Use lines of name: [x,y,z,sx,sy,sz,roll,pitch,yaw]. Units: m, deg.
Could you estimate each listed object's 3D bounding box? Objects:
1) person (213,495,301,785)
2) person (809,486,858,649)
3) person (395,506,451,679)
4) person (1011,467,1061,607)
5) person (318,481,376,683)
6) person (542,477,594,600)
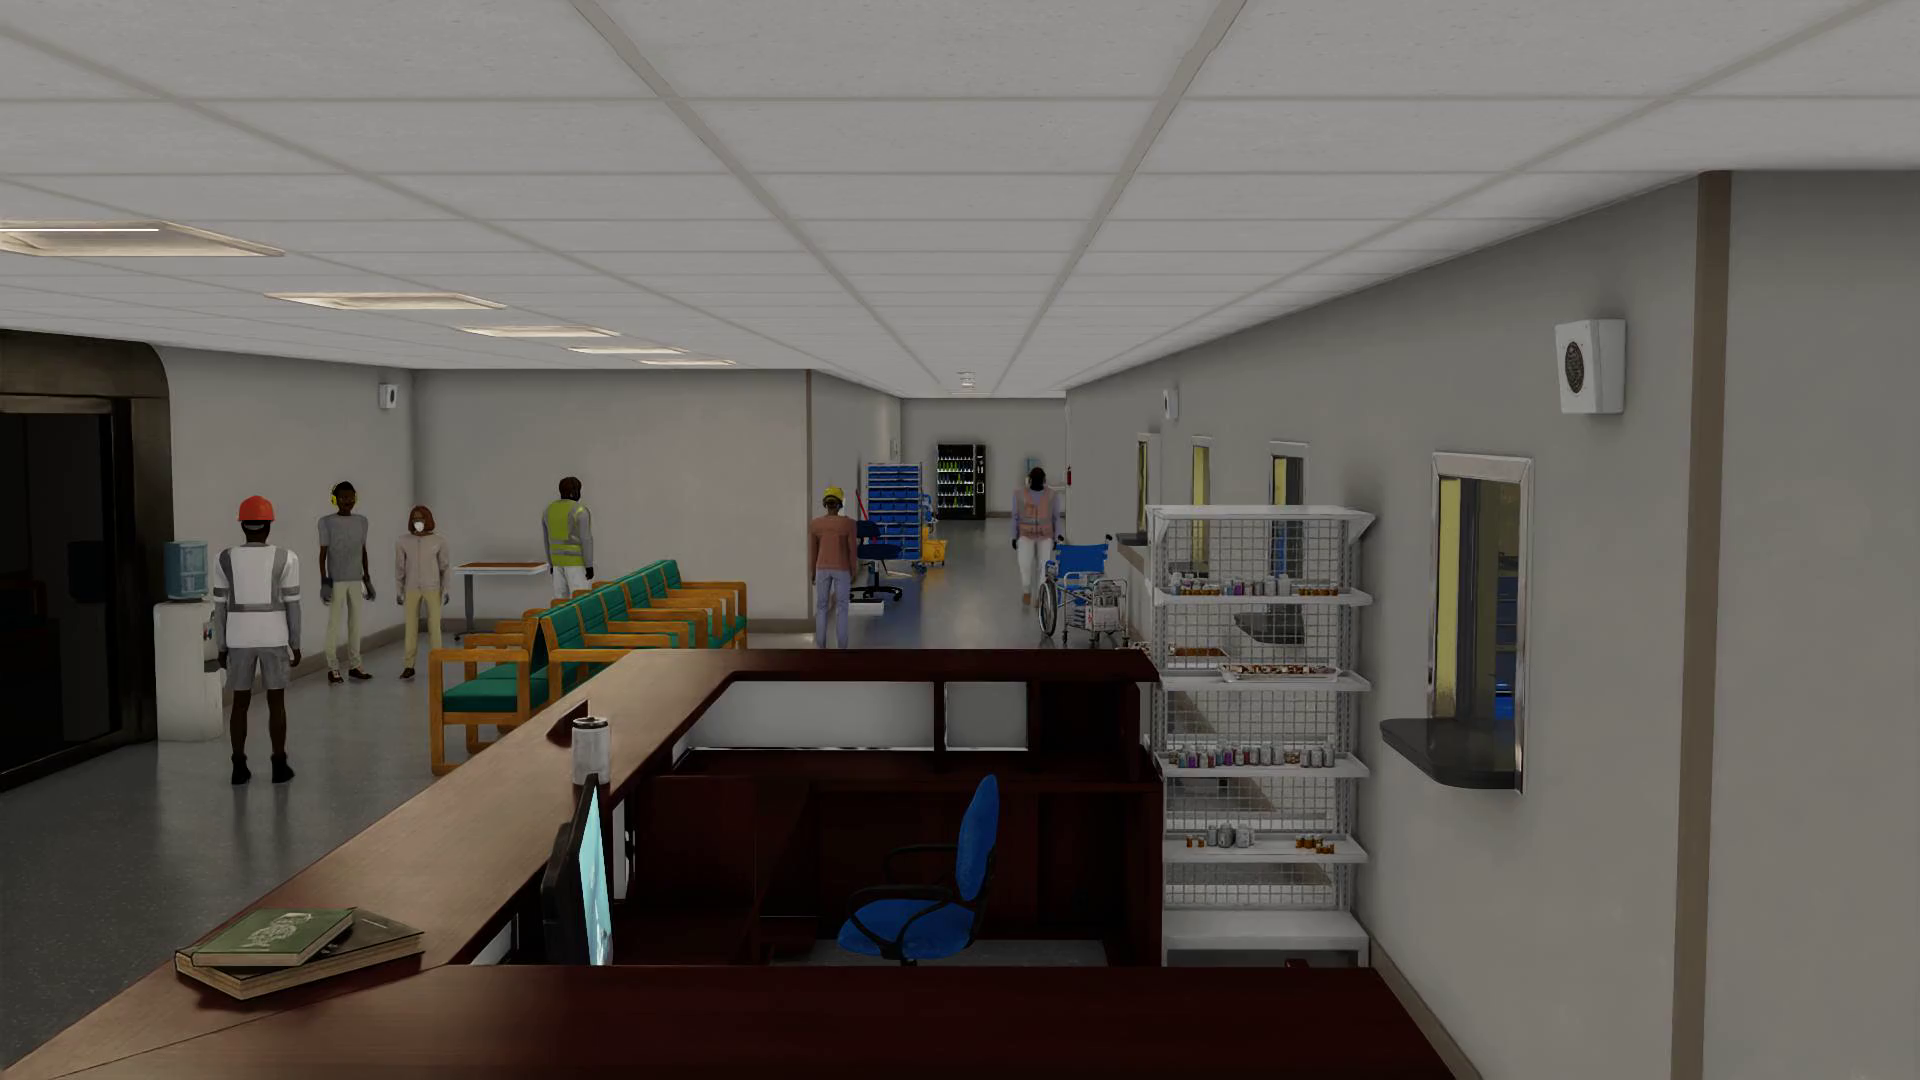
person: [-4.694,0.666,11.141,0.547,1.930,0.389,-1,4,-12]
person: [-1.307,0.323,17.191,0.517,1.752,0.374,1,4,12]
person: [-5.043,0.490,15.623,0.501,1.633,0.282,-1,4,-9]
person: [0.990,-0.032,21.563,0.651,1.832,0.448,0,4,-1]
person: [-5.692,0.387,15.464,0.320,1.868,0.554,3,5,39]
person: [-4.085,0.254,17.497,0.621,1.845,0.429,2,5,30]
